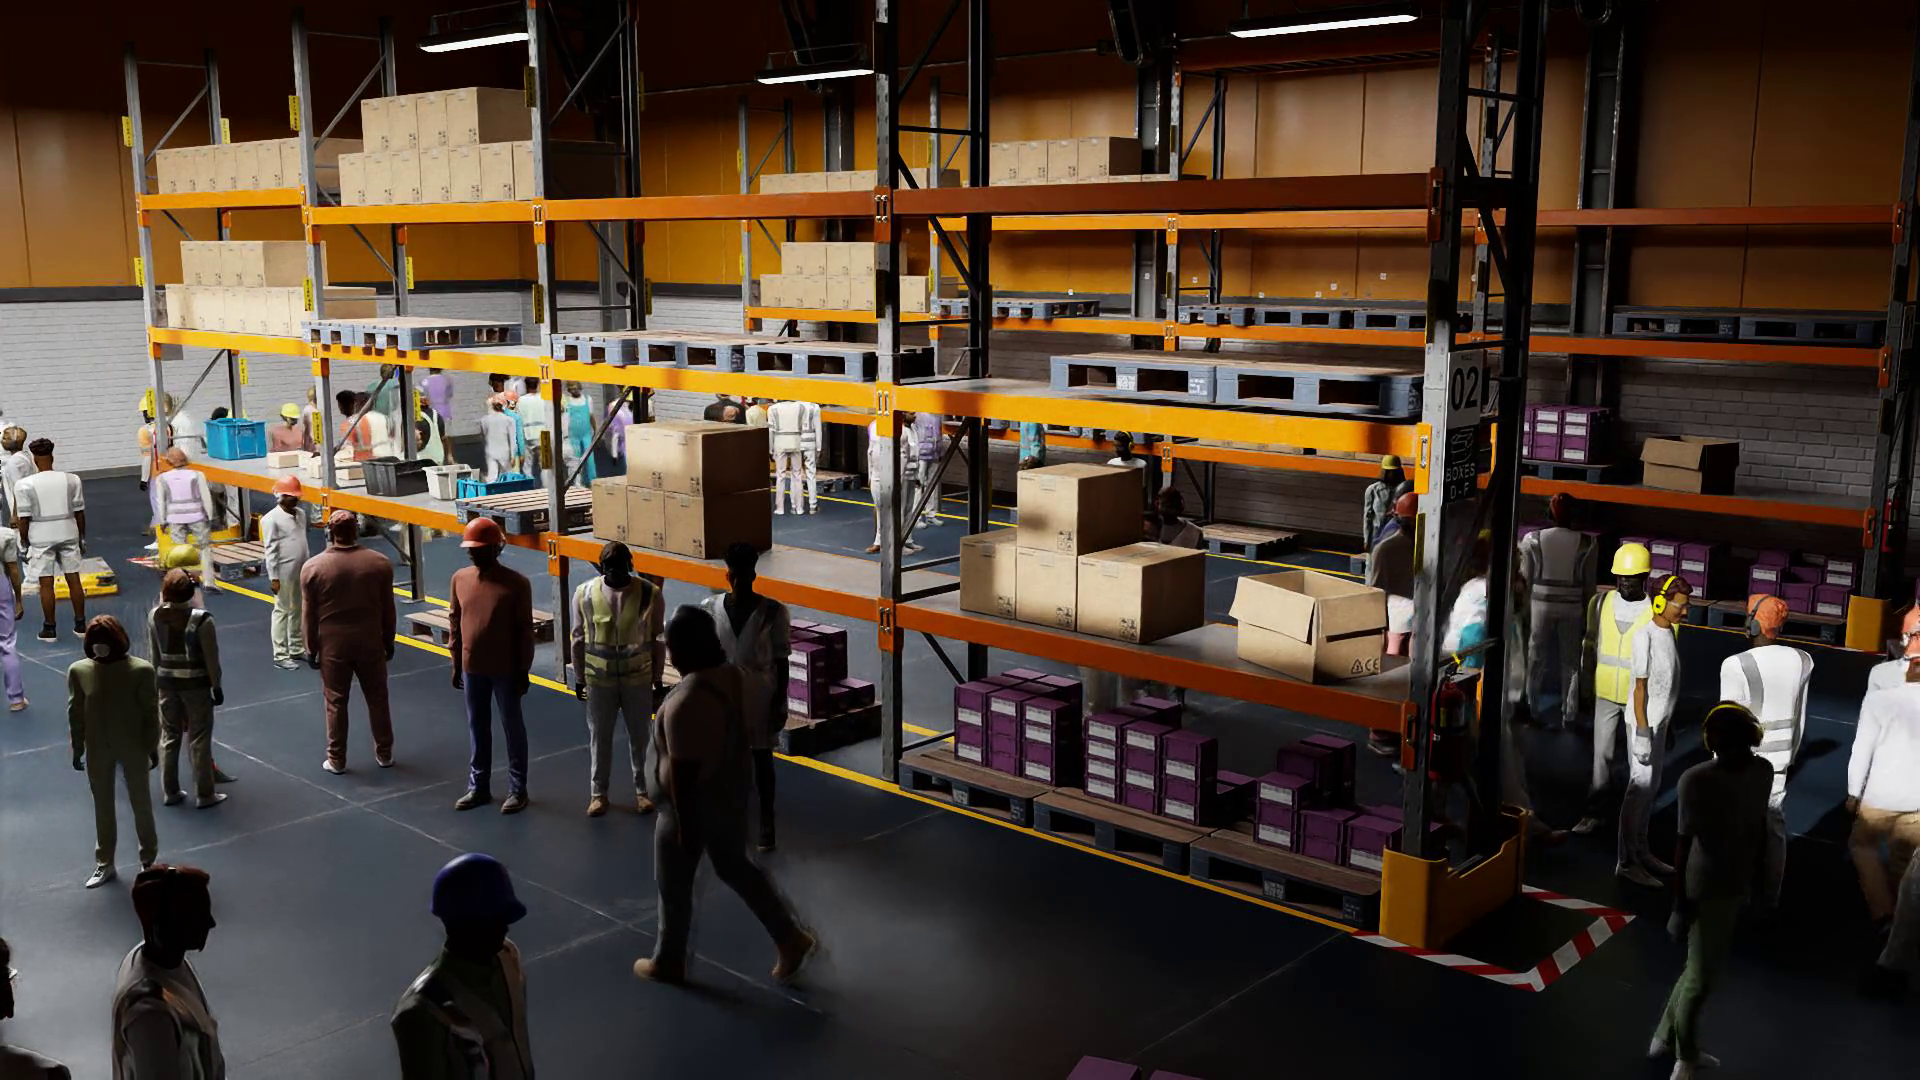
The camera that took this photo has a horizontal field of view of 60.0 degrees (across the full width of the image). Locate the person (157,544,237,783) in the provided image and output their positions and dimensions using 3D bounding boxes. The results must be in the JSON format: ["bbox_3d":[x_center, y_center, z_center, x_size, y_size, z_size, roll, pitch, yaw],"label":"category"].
[{"bbox_3d":[-5.460,0.882,11.563,0.615,1.744,0.520,0,10,-1],"label":"person"}]

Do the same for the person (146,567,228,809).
[{"bbox_3d":[-5.211,0.997,11.214,0.514,1.631,0.312,2,10,12],"label":"person"}]

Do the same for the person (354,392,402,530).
[{"bbox_3d":[-7.800,-1.036,22.117,1.008,1.860,0.612,1,10,5],"label":"person"}]

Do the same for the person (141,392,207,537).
[{"bbox_3d":[-10.304,-0.996,21.764,0.648,1.883,1.029,3,10,16],"label":"person"}]

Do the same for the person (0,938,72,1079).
[{"bbox_3d":[-2.749,2.031,4.745,0.566,1.850,0.389,1,10,4],"label":"person"}]

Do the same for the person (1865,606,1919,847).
[{"bbox_3d":[5.560,1.225,9.707,0.569,1.696,0.885,4,11,19],"label":"person"}]

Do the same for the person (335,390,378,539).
[{"bbox_3d":[-7.871,-0.963,21.411,0.730,1.938,0.649,0,10,2],"label":"person"}]

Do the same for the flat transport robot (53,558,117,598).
[{"bbox_3d":[-9.794,0.402,18.420,0.652,0.197,1.431,-7,12,-33],"label":"flat transport robot"}]

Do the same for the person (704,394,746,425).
[{"bbox_3d":[-3.239,-1.264,23.061,0.640,1.966,0.623,-6,12,-31],"label":"person"}]

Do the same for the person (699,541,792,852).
[{"bbox_3d":[-1.355,0.975,10.387,0.606,1.967,0.367,1,10,5],"label":"person"}]

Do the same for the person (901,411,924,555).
[{"bbox_3d":[-0.658,-0.767,20.476,0.355,1.883,0.573,5,11,24],"label":"person"}]

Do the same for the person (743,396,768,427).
[{"bbox_3d":[-3.016,-1.371,24.293,0.351,1.740,0.574,4,11,20],"label":"person"}]

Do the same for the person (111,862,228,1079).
[{"bbox_3d":[-2.478,1.924,5.285,0.368,1.878,0.584,-4,11,-23],"label":"person"}]

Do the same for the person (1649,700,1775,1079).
[{"bbox_3d":[3.355,1.567,7.455,0.574,1.830,0.500,-4,11,-23],"label":"person"}]

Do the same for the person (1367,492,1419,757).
[{"bbox_3d":[3.307,0.618,12.362,0.620,1.986,0.409,-6,12,-31],"label":"person"}]

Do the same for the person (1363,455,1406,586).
[{"bbox_3d":[4.248,0.002,16.518,0.483,1.745,0.299,0,10,2],"label":"person"}]

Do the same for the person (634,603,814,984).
[{"bbox_3d":[-1.225,1.287,8.417,0.876,2.000,0.676,5,11,26],"label":"person"}]

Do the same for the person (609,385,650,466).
[{"bbox_3d":[-4.679,-1.381,23.793,0.644,1.928,0.687,-4,11,-20],"label":"person"}]

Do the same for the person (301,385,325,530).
[{"bbox_3d":[-8.613,-1.104,22.255,0.370,1.933,0.629,-5,11,-24],"label":"person"}]

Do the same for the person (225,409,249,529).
[{"bbox_3d":[-9.246,-0.841,21.333,0.325,1.734,0.489,0,10,-2],"label":"person"}]

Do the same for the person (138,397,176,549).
[{"bbox_3d":[-10.021,-0.843,20.774,0.360,1.929,0.587,2,10,12],"label":"person"}]

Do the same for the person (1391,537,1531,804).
[{"bbox_3d":[3.413,0.896,11.158,0.993,1.852,0.642,5,11,28],"label":"person"}]

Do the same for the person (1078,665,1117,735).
[{"bbox_3d":[1.112,0.596,12.950,0.493,1.824,0.701,7,12,35],"label":"person"}]

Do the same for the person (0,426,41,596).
[{"bbox_3d":[-10.176,-0.318,18.036,0.335,1.846,0.513,-2,10,-11],"label":"person"}]

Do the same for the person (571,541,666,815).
[{"bbox_3d":[-2.268,0.915,11.081,0.627,1.844,0.429,-2,10,-9],"label":"person"}]

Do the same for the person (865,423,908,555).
[{"bbox_3d":[-0.899,-0.764,20.302,0.630,1.940,0.372,10,14,44],"label":"person"}]

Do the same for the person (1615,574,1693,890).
[{"bbox_3d":[4.132,1.118,9.876,0.329,1.865,0.514,8,13,38],"label":"person"}]

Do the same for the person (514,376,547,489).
[{"bbox_3d":[-6.249,-1.476,24.415,0.598,1.912,0.416,-6,12,-30],"label":"person"}]

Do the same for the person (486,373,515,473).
[{"bbox_3d":[-6.740,-1.520,24.497,0.367,1.965,0.604,5,11,26],"label":"person"}]

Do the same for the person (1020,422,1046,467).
[{"bbox_3d":[0.946,-0.954,21.079,0.370,2.044,0.608,-1,10,-8],"label":"person"}]

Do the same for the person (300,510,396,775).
[{"bbox_3d":[-4.394,0.730,11.988,0.642,1.899,0.394,-5,11,-28],"label":"person"}]

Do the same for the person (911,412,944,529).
[{"bbox_3d":[-0.450,-1.132,22.363,0.390,1.945,0.603,10,14,44],"label":"person"}]
